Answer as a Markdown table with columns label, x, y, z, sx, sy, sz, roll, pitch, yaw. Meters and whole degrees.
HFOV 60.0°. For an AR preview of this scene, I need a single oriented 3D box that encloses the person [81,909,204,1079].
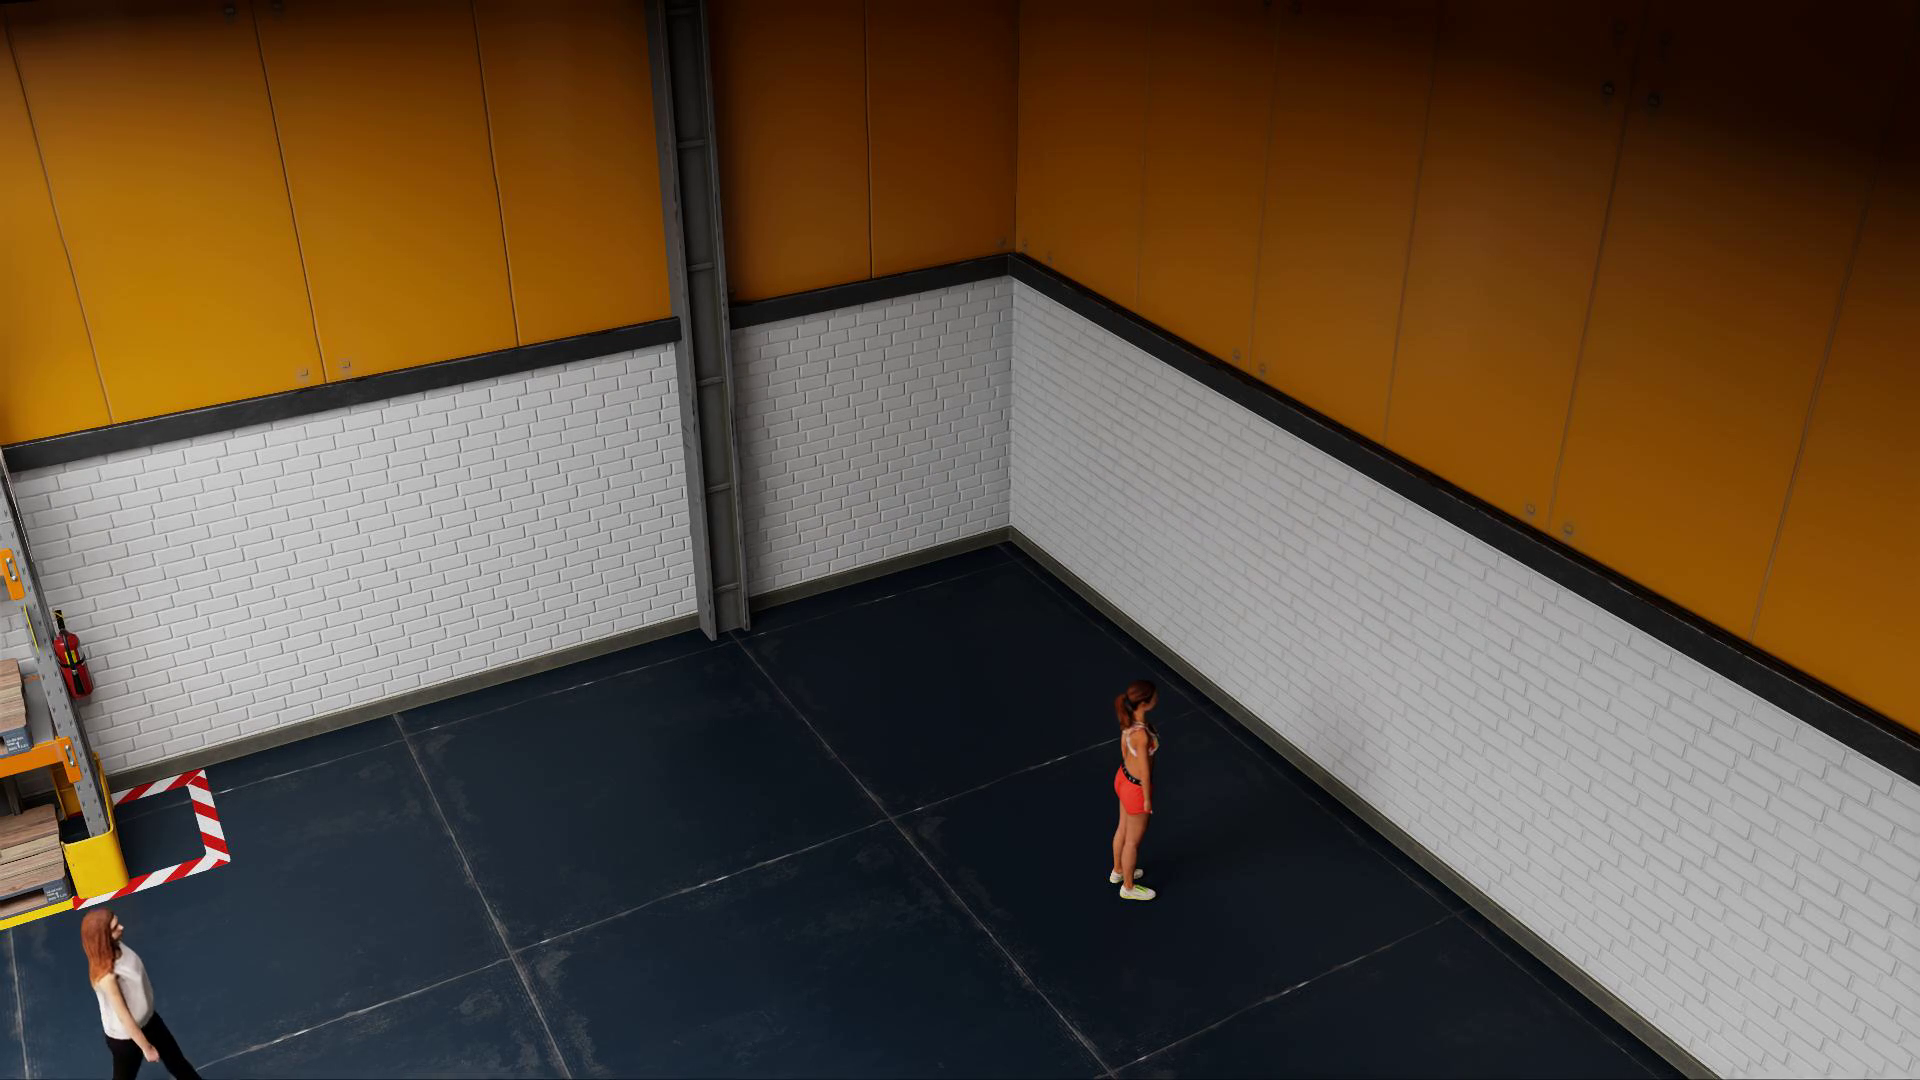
| label | x | y | z | sx | sy | sz | roll | pitch | yaw |
| --- | --- | --- | --- | --- | --- | --- | --- | --- | --- |
| person | -4.974 | 2.904 | 9.800 | 1.133 | 1.676 | 0.794 | -7 | 29 | -13 |

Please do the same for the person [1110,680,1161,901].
| label | x | y | z | sx | sy | sz | roll | pitch | yaw |
| --- | --- | --- | --- | --- | --- | --- | --- | --- | --- |
| person | 1.237 | 1.755 | 11.787 | 0.643 | 1.790 | 0.650 | -6 | 29 | -11 |
